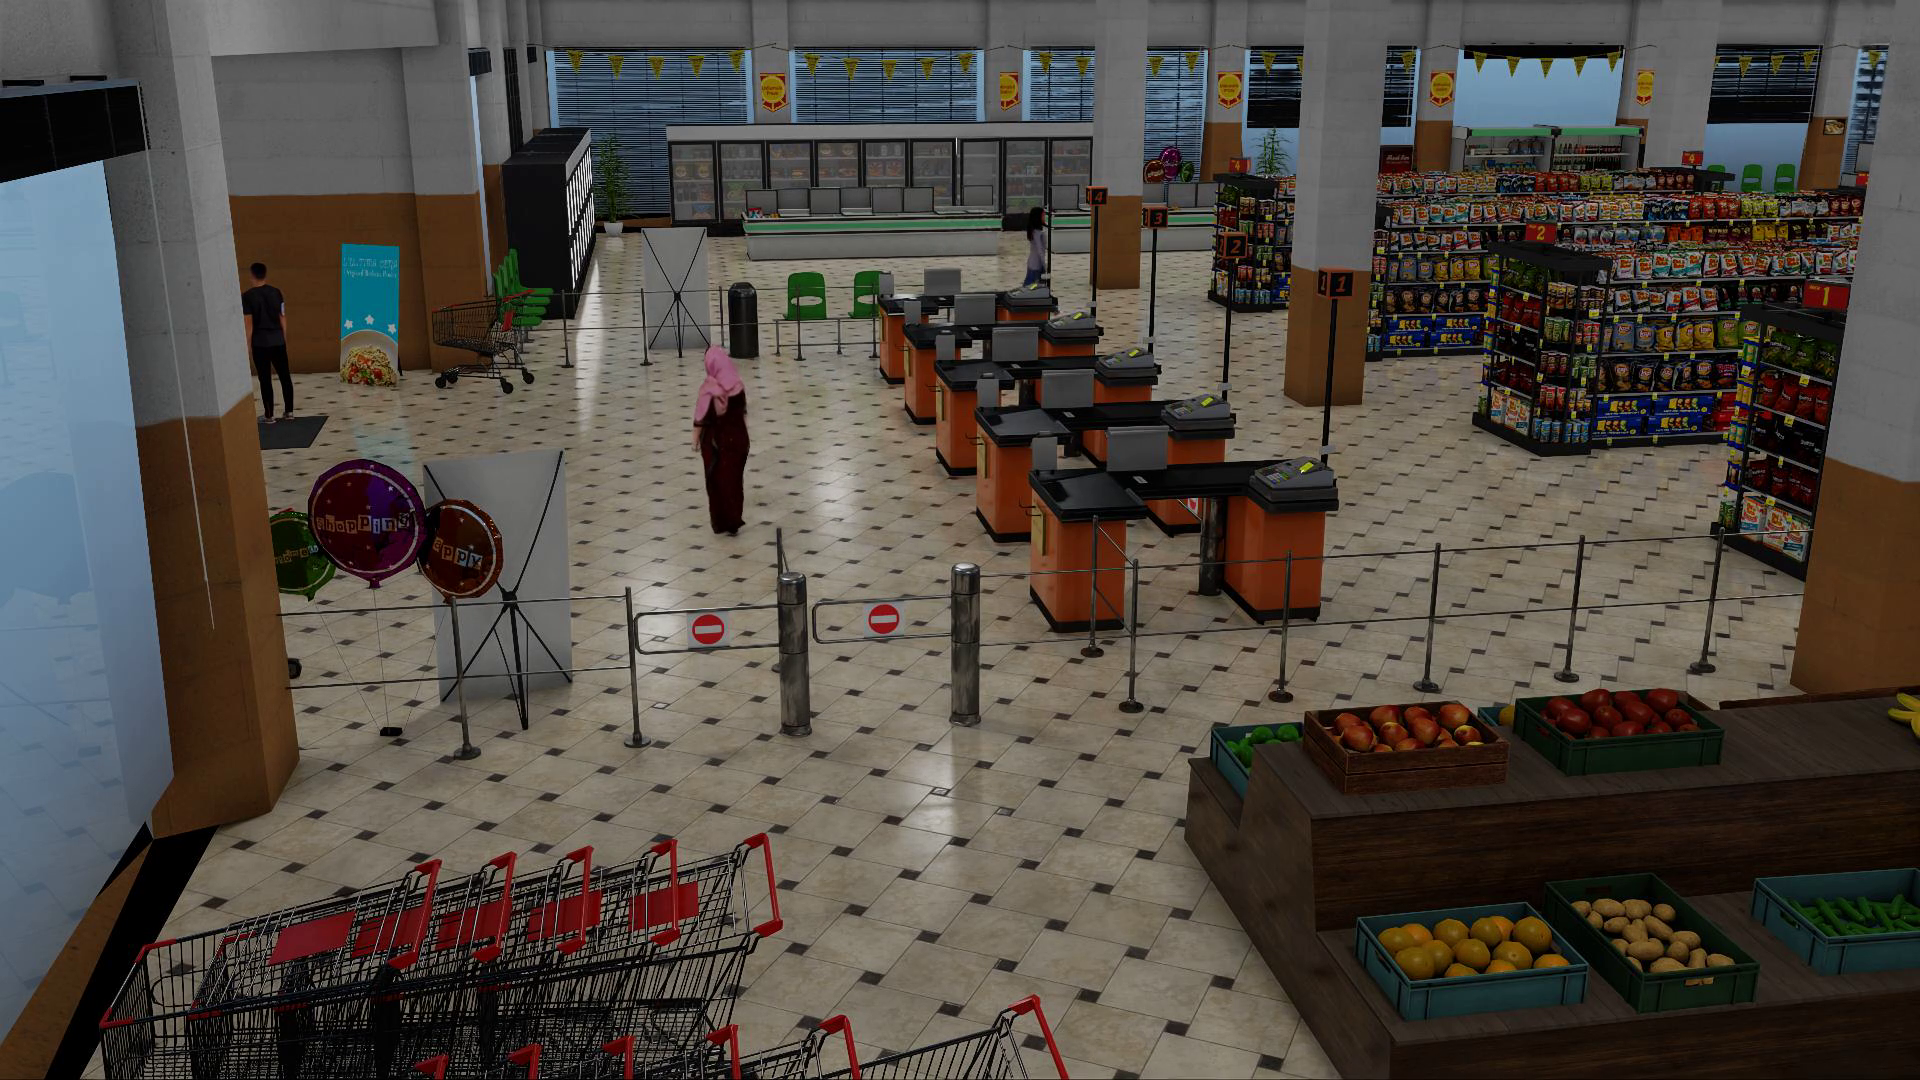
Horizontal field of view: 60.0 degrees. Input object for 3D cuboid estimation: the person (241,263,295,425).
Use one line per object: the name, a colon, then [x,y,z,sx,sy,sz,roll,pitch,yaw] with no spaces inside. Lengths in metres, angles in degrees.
person: [-7.586,-2.155,18.228,0.781,1.764,0.698,14,22,39]

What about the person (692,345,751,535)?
person: [-1.970,-0.848,14.135,0.804,1.641,0.894,-14,22,-38]

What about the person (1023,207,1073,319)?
person: [1.005,-3.981,24.366,1.179,1.692,0.814,1,17,5]
